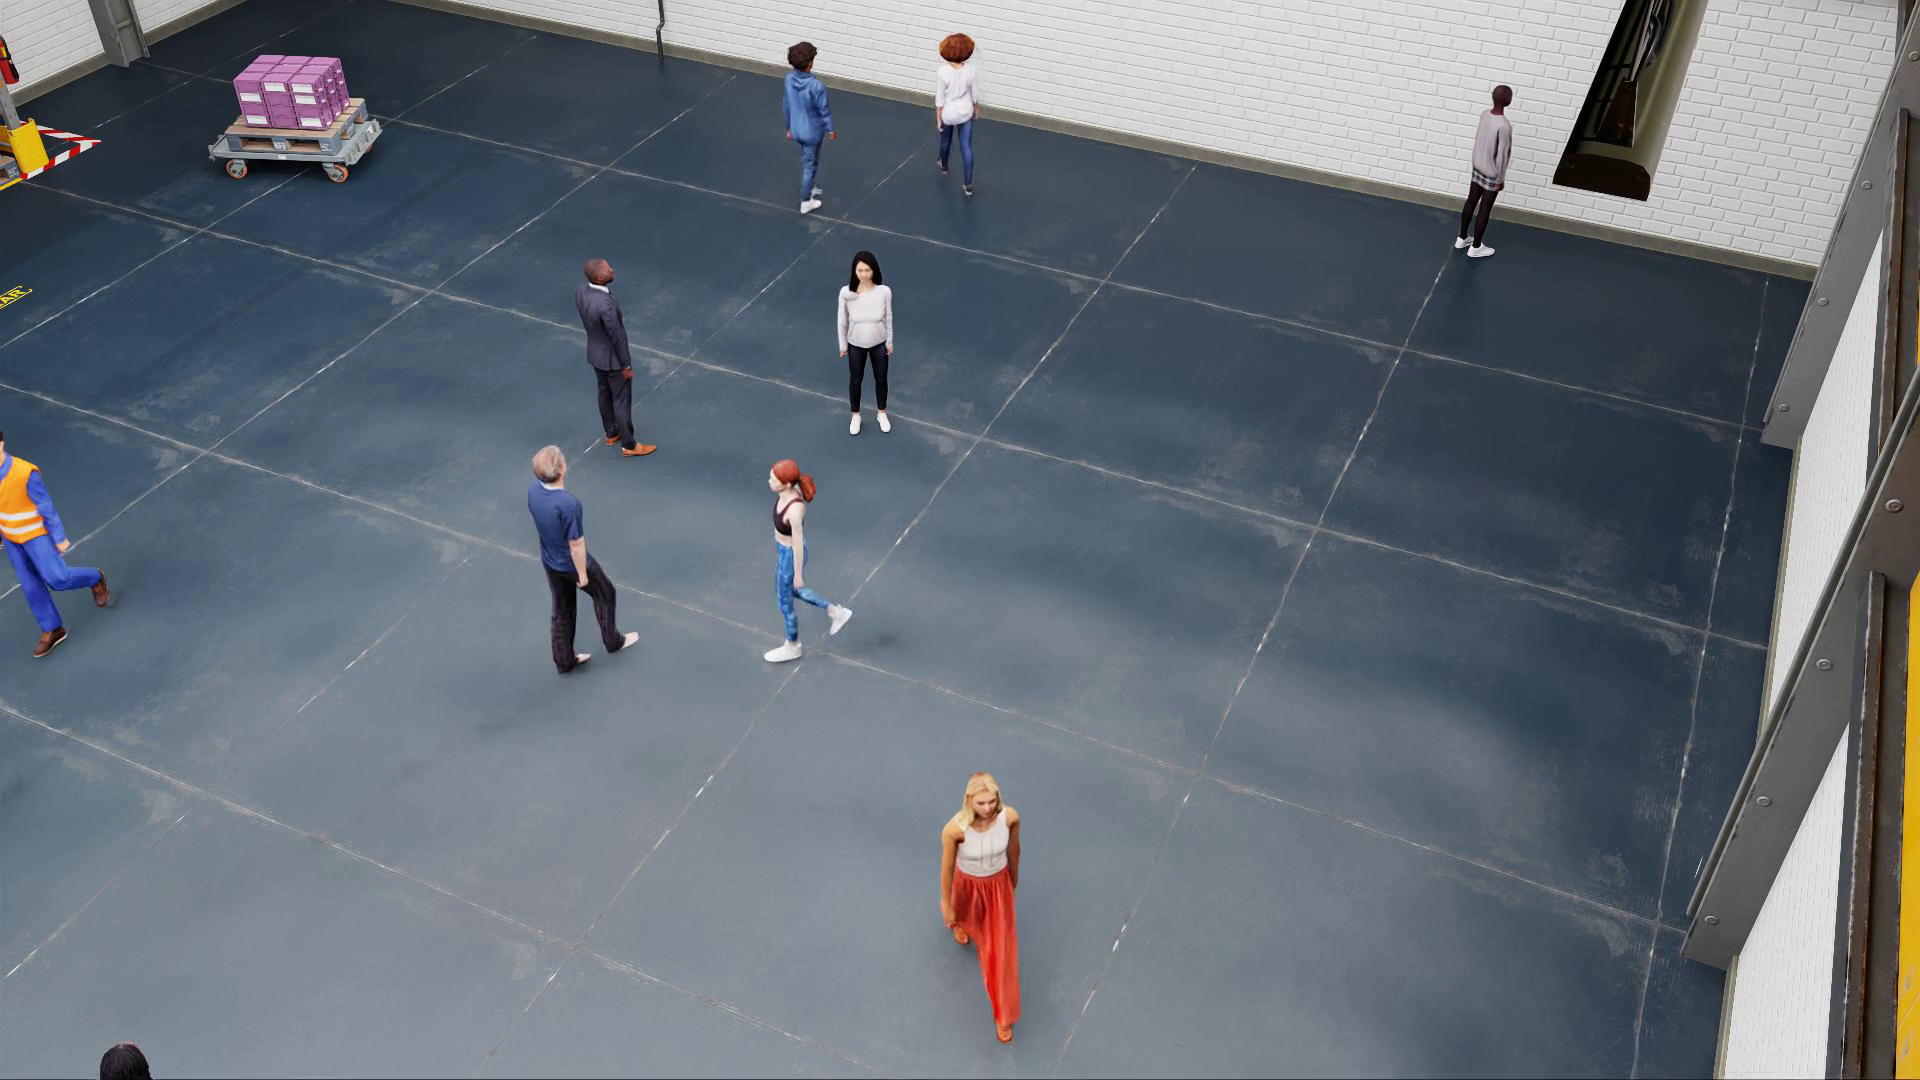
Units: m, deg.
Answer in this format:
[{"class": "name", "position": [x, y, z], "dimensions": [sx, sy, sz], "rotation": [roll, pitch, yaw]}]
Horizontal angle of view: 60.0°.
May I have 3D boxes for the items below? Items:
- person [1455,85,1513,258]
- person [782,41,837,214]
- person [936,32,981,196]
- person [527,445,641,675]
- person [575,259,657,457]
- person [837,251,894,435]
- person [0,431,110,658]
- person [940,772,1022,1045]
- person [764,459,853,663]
[{"class": "person", "position": [5.239, -3.682, 16.551], "dimensions": [0.743, 1.771, 0.690], "rotation": [-14, 41, -17]}, {"class": "person", "position": [-1.630, -4.232, 17.221], "dimensions": [0.773, 1.794, 0.800], "rotation": [30, 47, 32]}, {"class": "person", "position": [-0.006, -4.481, 17.634], "dimensions": [1.022, 1.667, 1.204], "rotation": [-5, 39, -6]}, {"class": "person", "position": [-2.815, 0.199, 11.630], "dimensions": [0.793, 1.847, 0.940], "rotation": [25, 45, 28]}, {"class": "person", "position": [-2.905, -1.520, 13.801], "dimensions": [0.766, 1.824, 0.781], "rotation": [-27, 46, -30]}, {"class": "person", "position": [-0.785, -1.680, 14.100], "dimensions": [0.711, 1.701, 0.734], "rotation": [-5, 39, -6]}, {"class": "person", "position": [-6.657, -0.073, 11.969], "dimensions": [0.857, 1.850, 1.064], "rotation": [7, 39, 8]}, {"class": "person", "position": [0.079, 1.919, 9.556], "dimensions": [1.183, 1.746, 1.332], "rotation": [-9, 39, -11]}, {"class": "person", "position": [-1.105, 0.140, 11.763], "dimensions": [0.936, 1.773, 0.929], "rotation": [-8, 39, -9]}]
